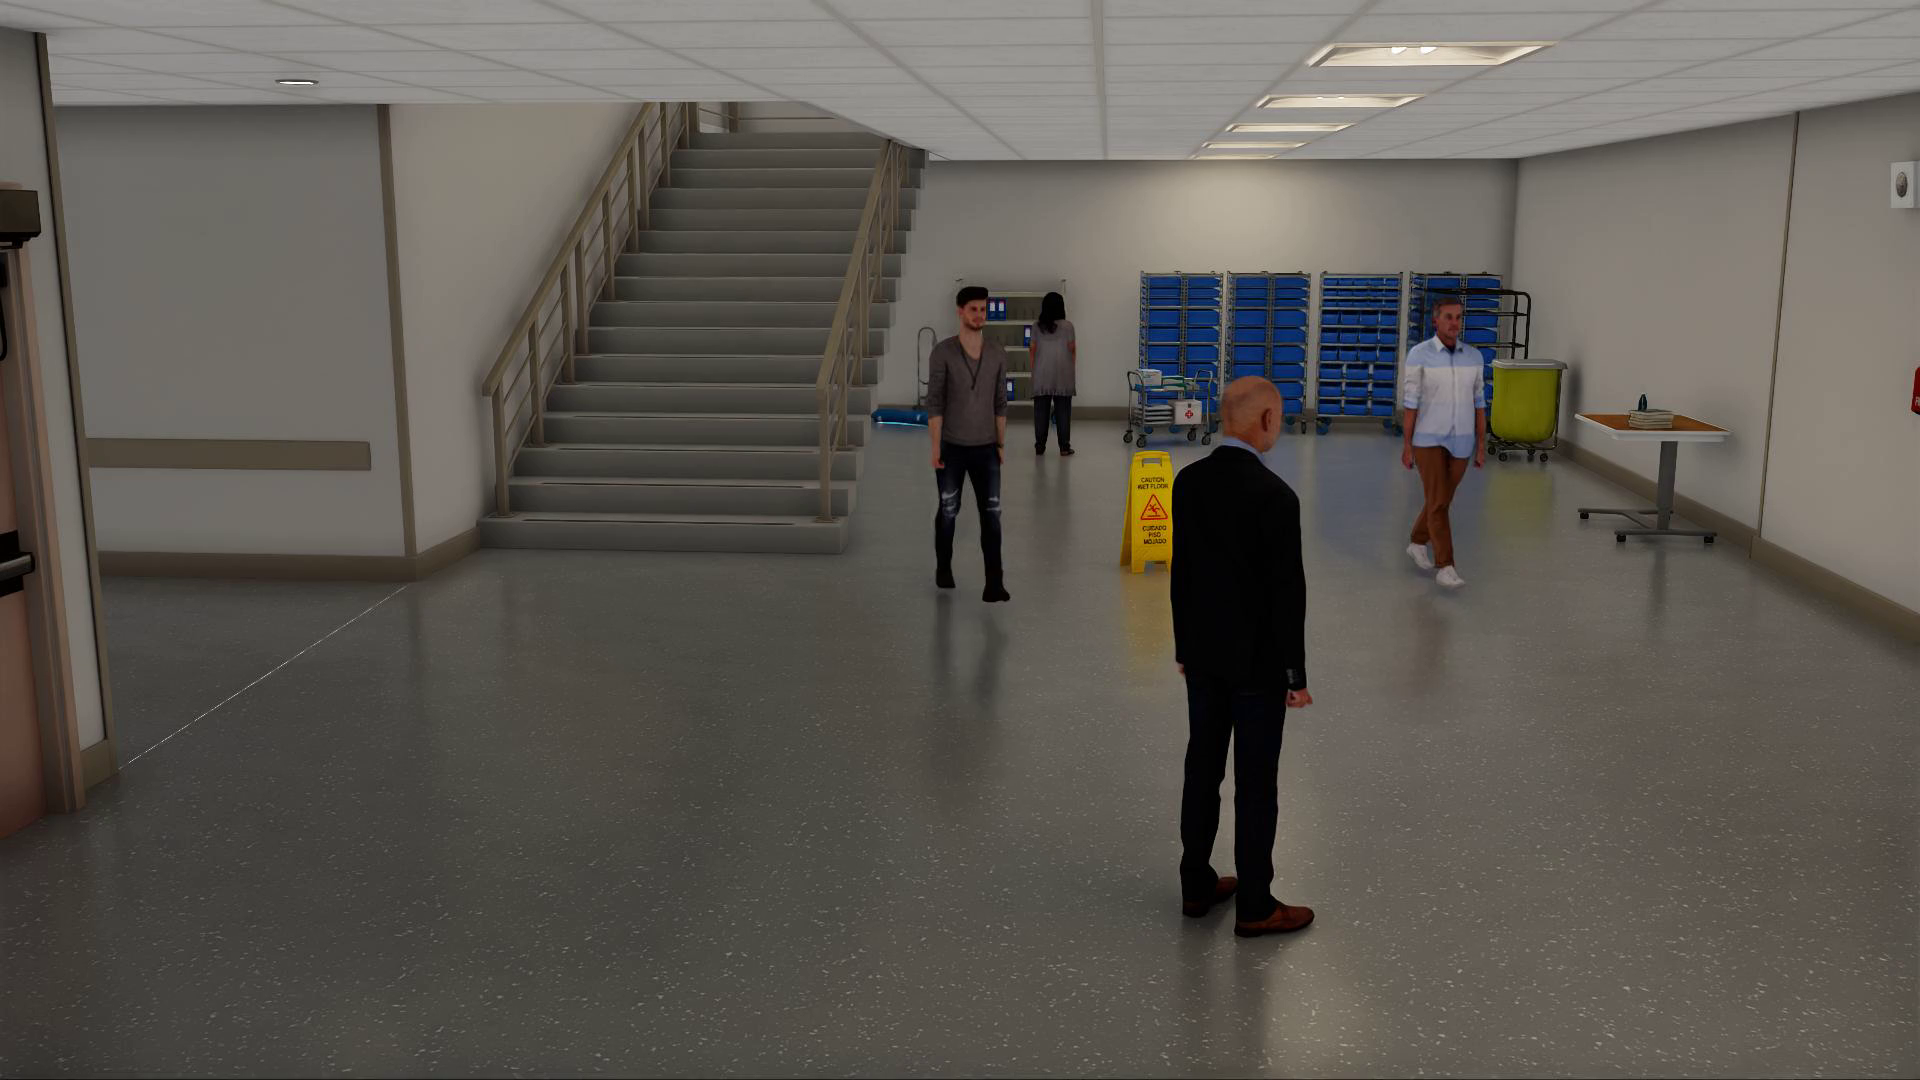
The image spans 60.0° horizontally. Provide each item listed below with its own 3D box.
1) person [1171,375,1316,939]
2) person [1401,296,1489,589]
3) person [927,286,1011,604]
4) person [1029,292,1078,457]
[{"bbox_3d":[0.889,0.368,5.351,0.820,1.796,0.757,-9,14,-38],"label":"person"},{"bbox_3d":[3.043,-0.626,10.610,0.921,1.788,1.224,-2,11,-12],"label":"person"},{"bbox_3d":[0.003,-0.554,10.067,0.949,1.850,1.300,-3,11,-13],"label":"person"},{"bbox_3d":[0.918,-1.651,16.492,0.678,1.610,0.705,3,11,15],"label":"person"}]
